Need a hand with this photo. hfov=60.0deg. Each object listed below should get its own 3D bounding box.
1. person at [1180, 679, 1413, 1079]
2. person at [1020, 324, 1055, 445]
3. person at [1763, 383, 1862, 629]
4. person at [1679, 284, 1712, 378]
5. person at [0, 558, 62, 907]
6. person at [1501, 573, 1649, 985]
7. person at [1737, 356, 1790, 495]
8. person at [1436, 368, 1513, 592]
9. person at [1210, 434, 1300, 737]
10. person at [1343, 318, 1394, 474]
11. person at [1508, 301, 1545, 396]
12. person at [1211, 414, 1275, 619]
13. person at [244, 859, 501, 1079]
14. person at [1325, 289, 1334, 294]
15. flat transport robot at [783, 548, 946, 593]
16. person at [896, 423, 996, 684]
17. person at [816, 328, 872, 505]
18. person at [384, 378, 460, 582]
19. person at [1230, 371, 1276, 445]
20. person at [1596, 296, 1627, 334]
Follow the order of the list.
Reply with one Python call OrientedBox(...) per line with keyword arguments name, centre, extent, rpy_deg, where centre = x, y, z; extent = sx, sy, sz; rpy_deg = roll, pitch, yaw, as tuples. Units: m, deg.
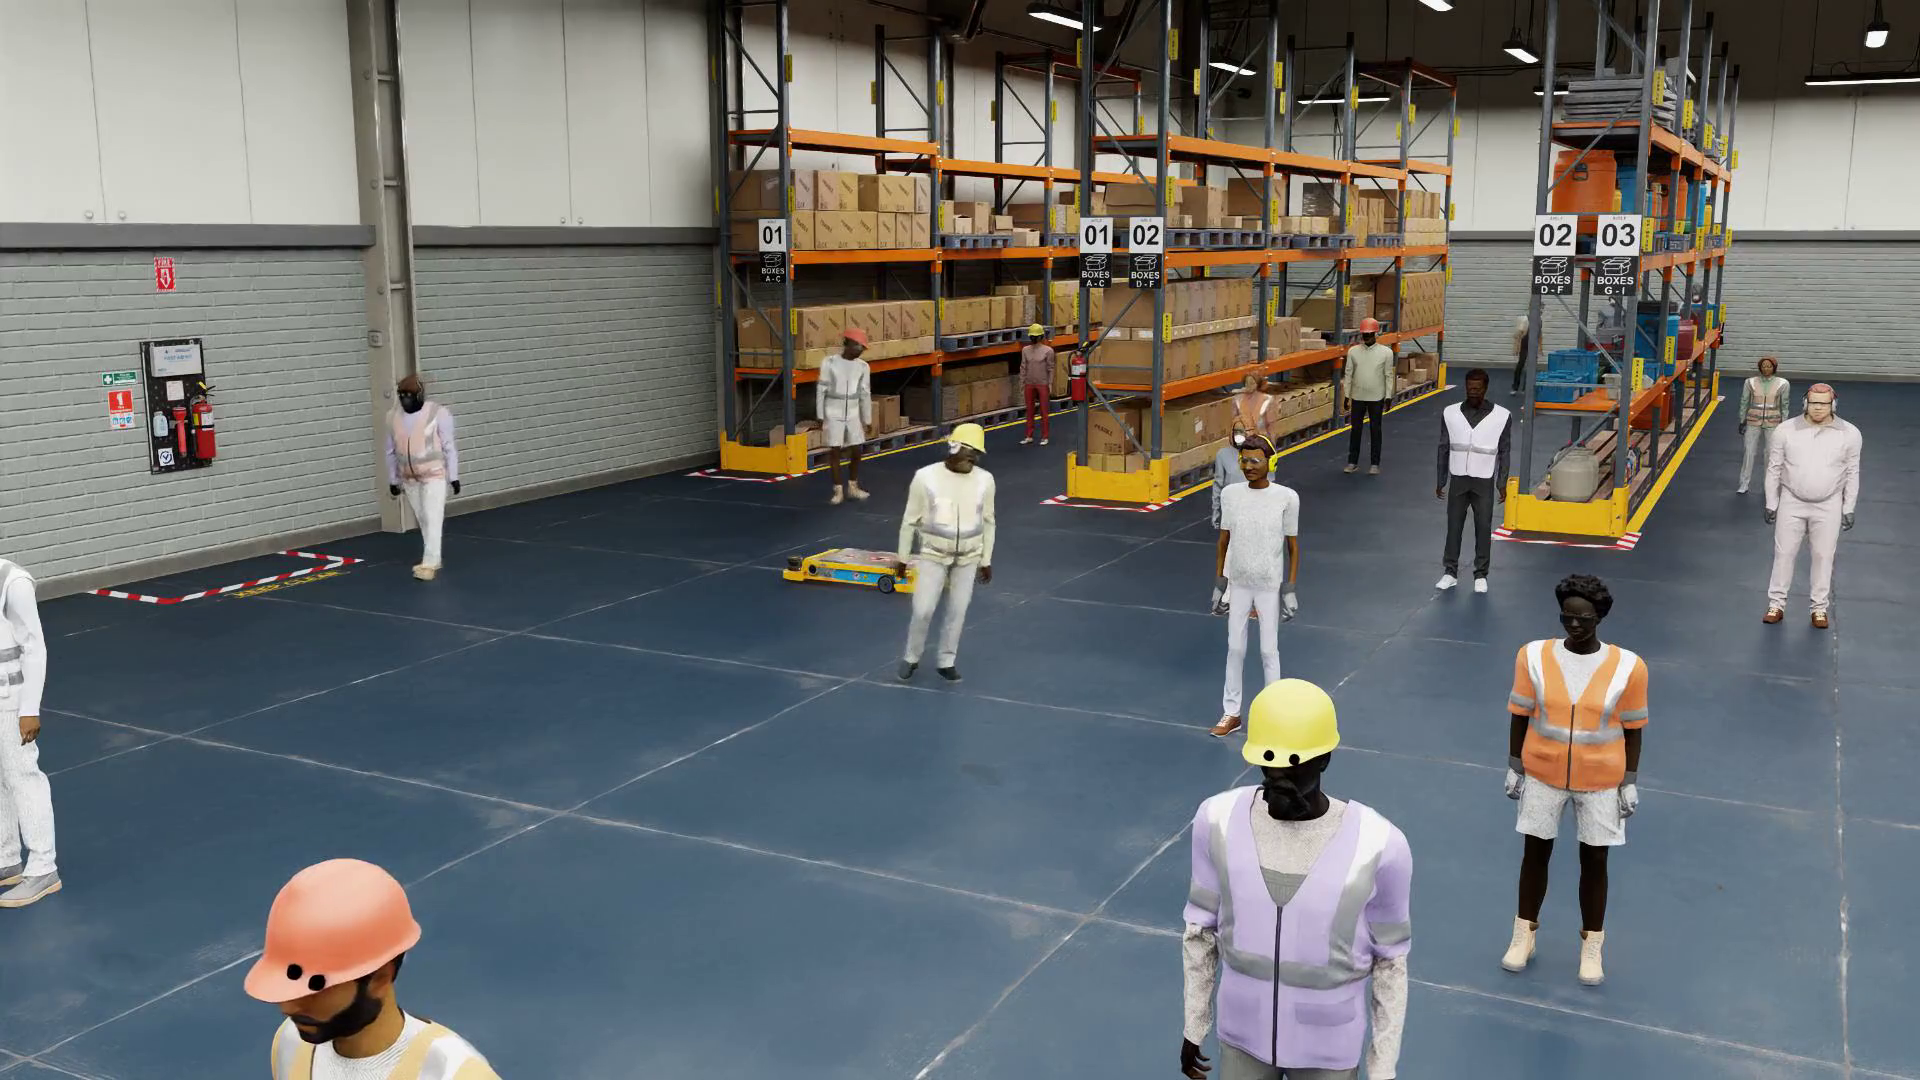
OrientedBox(name="person", centre=(0.856, 1.292, 4.353), extent=(0.594, 1.924, 0.382), rpy_deg=(5, 12, 26))
OrientedBox(name="person", centre=(1.105, -2.248, 24.103), extent=(0.533, 1.765, 0.329), rpy_deg=(5, 12, 26))
OrientedBox(name="person", centre=(6.596, -0.265, 12.907), extent=(0.652, 1.904, 0.402), rpy_deg=(5, 12, 26))
OrientedBox(name="person", centre=(15.638, -4.457, 35.391), extent=(0.692, 2.000, 0.662), rpy_deg=(5, 11, 25))
OrientedBox(name="person", centre=(-4.384, 0.726, 7.553), extent=(0.585, 1.882, 0.337), rpy_deg=(5, 12, 26))
OrientedBox(name="person", centre=(2.490, 0.964, 6.767), extent=(0.540, 1.695, 0.317), rpy_deg=(5, 12, 26))
OrientedBox(name="person", centre=(9.422, -1.344, 19.514), extent=(0.523, 1.638, 0.310), rpy_deg=(5, 12, 26))
OrientedBox(name="person", centre=(4.386, -0.514, 14.235), extent=(0.597, 1.914, 0.370), rpy_deg=(5, 12, 26))
OrientedBox(name="person", centre=(1.773, 0.288, 9.990), extent=(0.535, 1.868, 0.309), rpy_deg=(5, 12, 26))
OrientedBox(name="person", centre=(5.189, -1.829, 21.187), extent=(0.623, 1.992, 0.396), rpy_deg=(5, 12, 26))
OrientedBox(name="person", centre=(10.728, -3.623, 31.494), extent=(0.652, 1.812, 0.365), rpy_deg=(-4, 11, -19))
OrientedBox(name="person", centre=(2.244, -0.188, 13.223), extent=(0.507, 1.632, 0.267), rpy_deg=(5, 12, 26))
OrientedBox(name="person", centre=(-1.092, 1.514, 3.123), extent=(0.552, 1.932, 0.377), rpy_deg=(5, 12, 26))
OrientedBox(name="person", centre=(8.365, -4.780, 37.727), extent=(0.601, 1.827, 0.403), rpy_deg=(5, 12, 26))
OrientedBox(name="flat transport robot", centre=(-0.771, 0.253, 14.536), extent=(1.431, 0.197, 0.652), rpy_deg=(5, 12, 27))
OrientedBox(name="person", centre=(-0.080, 0.106, 11.241), extent=(0.681, 1.783, 0.430), rpy_deg=(-2, 11, -13))
OrientedBox(name="person", centre=(-1.319, -1.396, 18.872), extent=(0.694, 1.990, 0.444), rpy_deg=(-5, 11, -23))
OrientedBox(name="person", centre=(-4.808, -0.540, 14.742), extent=(0.651, 1.796, 0.777), rpy_deg=(2, 11, 13))
OrientedBox(name="person", centre=(3.138, -1.014, 17.800), extent=(0.517, 1.599, 0.553), rpy_deg=(5, 11, 25))
OrientedBox(name="person", centre=(13.110, -4.044, 33.420), extent=(0.635, 1.937, 0.353), rpy_deg=(5, 12, 26))
